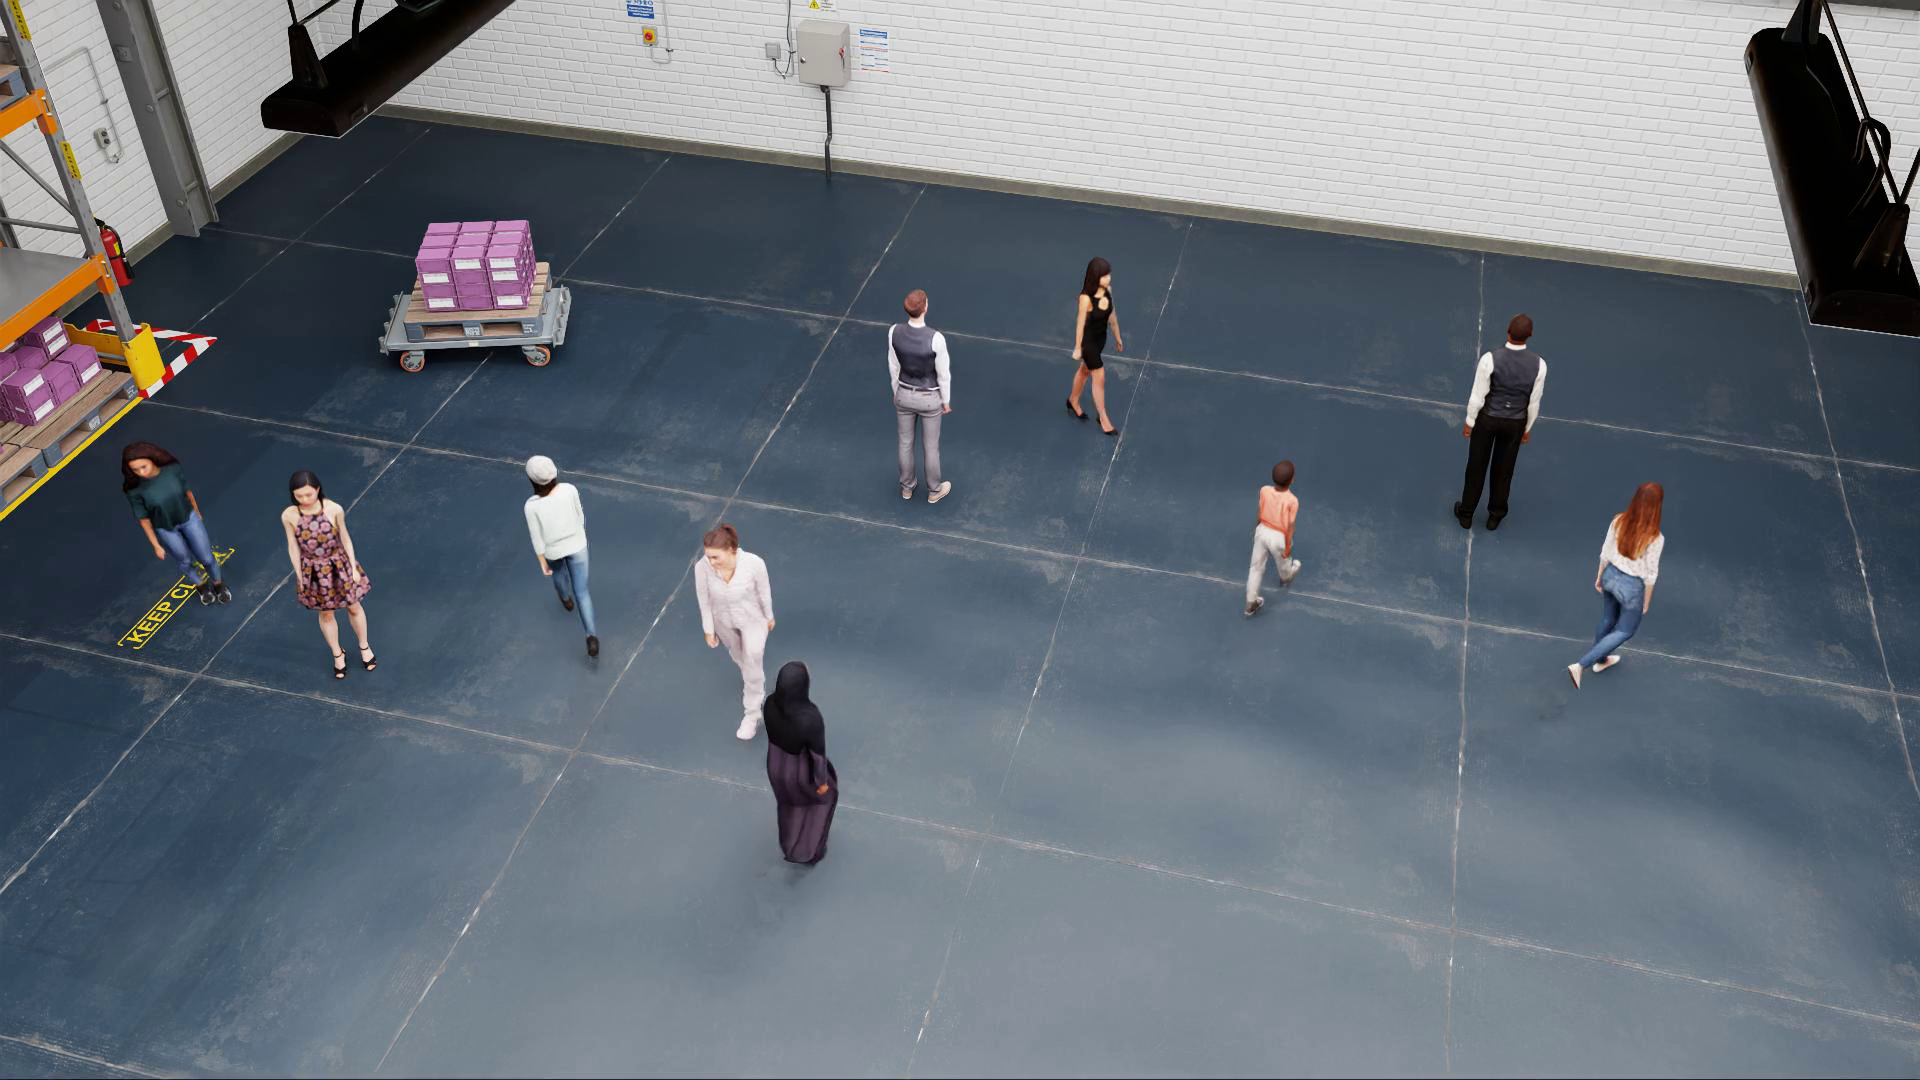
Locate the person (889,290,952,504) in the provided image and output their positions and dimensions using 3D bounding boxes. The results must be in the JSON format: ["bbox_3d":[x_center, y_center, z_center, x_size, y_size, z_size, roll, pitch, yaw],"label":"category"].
[{"bbox_3d":[-0.326,-1.151,13.295,0.665,1.938,0.580,12,40,15],"label":"person"}]

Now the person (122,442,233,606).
[{"bbox_3d":[-5.805,-0.138,12.311,0.807,1.582,0.733,26,45,29],"label":"person"}]

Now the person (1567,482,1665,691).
[{"bbox_3d":[4.580,0.354,11.588,0.996,1.716,0.930,-21,43,-24],"label":"person"}]

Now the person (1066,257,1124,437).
[{"bbox_3d":[1.060,-1.711,14.244,0.816,1.628,0.860,25,45,28],"label":"person"}]

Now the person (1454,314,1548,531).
[{"bbox_3d":[4.223,-0.914,13.014,0.706,1.919,0.598,6,39,8],"label":"person"}]

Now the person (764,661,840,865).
[{"bbox_3d":[-1.066,1.432,10.329,0.739,1.603,0.834,18,42,22],"label":"person"}]

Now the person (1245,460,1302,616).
[{"bbox_3d":[2.299,0.010,12.365,0.712,1.284,0.954,25,45,28],"label":"person"}]

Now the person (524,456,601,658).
[{"bbox_3d":[-2.823,0.116,11.978,1.059,1.602,1.183,-16,41,-19],"label":"person"}]

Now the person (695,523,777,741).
[{"bbox_3d":[-1.522,0.502,11.465,0.793,1.639,1.116,0,39,0],"label":"person"}]

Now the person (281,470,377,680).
[{"bbox_3d":[-4.432,0.239,11.683,0.801,1.777,0.847,-13,40,-16],"label":"person"}]
